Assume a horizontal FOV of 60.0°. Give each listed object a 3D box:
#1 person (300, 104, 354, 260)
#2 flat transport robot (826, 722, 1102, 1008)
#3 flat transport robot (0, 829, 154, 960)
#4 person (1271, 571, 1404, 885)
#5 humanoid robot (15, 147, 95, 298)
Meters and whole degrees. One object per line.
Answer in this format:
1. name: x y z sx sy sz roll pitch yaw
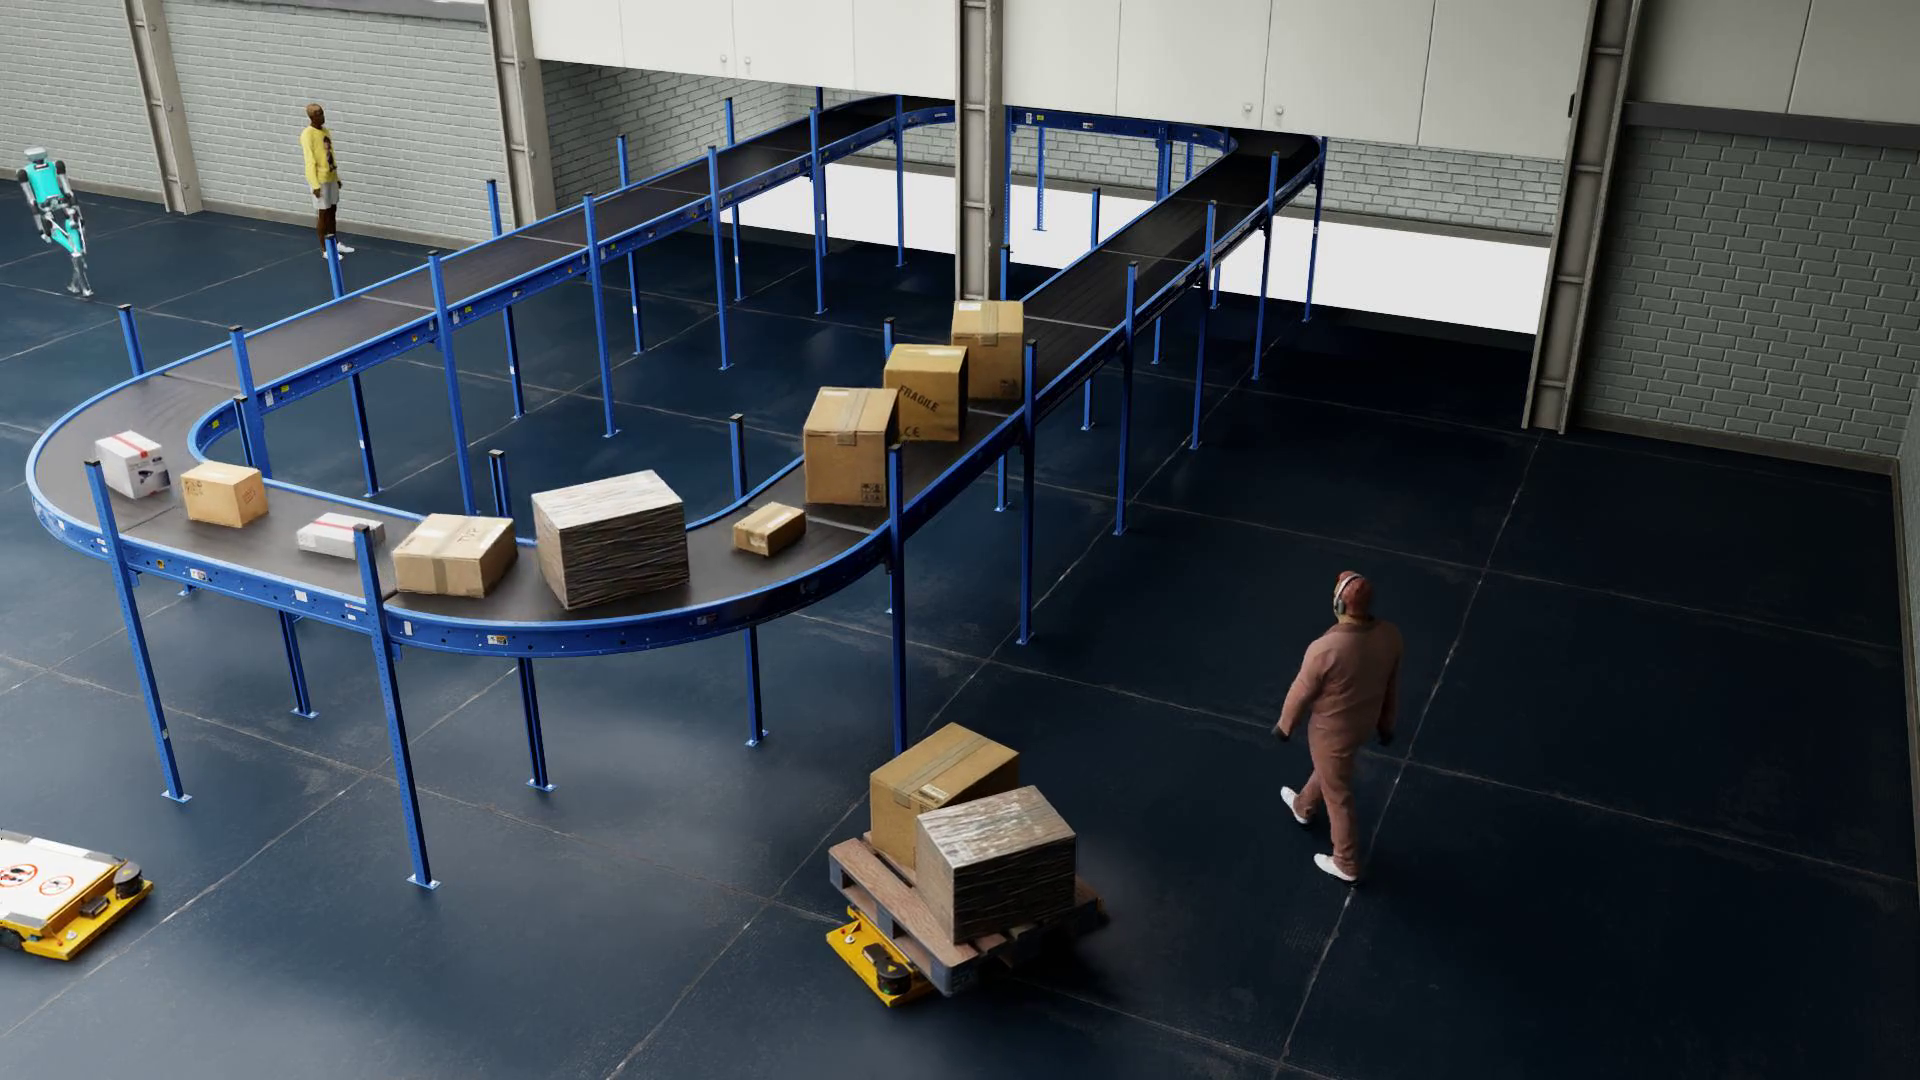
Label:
1. person: -7.866 -4.443 20.616 0.393 1.896 0.614 5 27 10
2. flat transport robot: 0.024 2.082 9.280 1.431 0.231 0.659 -17 31 -31
3. flat transport robot: -5.419 1.987 9.473 1.431 0.231 0.659 8 28 16
4. person: 2.119 1.019 9.625 0.655 1.864 0.917 -16 30 -29
5. humanoid robot: -10.218 -3.559 19.070 1.007 1.764 0.555 22 34 36
